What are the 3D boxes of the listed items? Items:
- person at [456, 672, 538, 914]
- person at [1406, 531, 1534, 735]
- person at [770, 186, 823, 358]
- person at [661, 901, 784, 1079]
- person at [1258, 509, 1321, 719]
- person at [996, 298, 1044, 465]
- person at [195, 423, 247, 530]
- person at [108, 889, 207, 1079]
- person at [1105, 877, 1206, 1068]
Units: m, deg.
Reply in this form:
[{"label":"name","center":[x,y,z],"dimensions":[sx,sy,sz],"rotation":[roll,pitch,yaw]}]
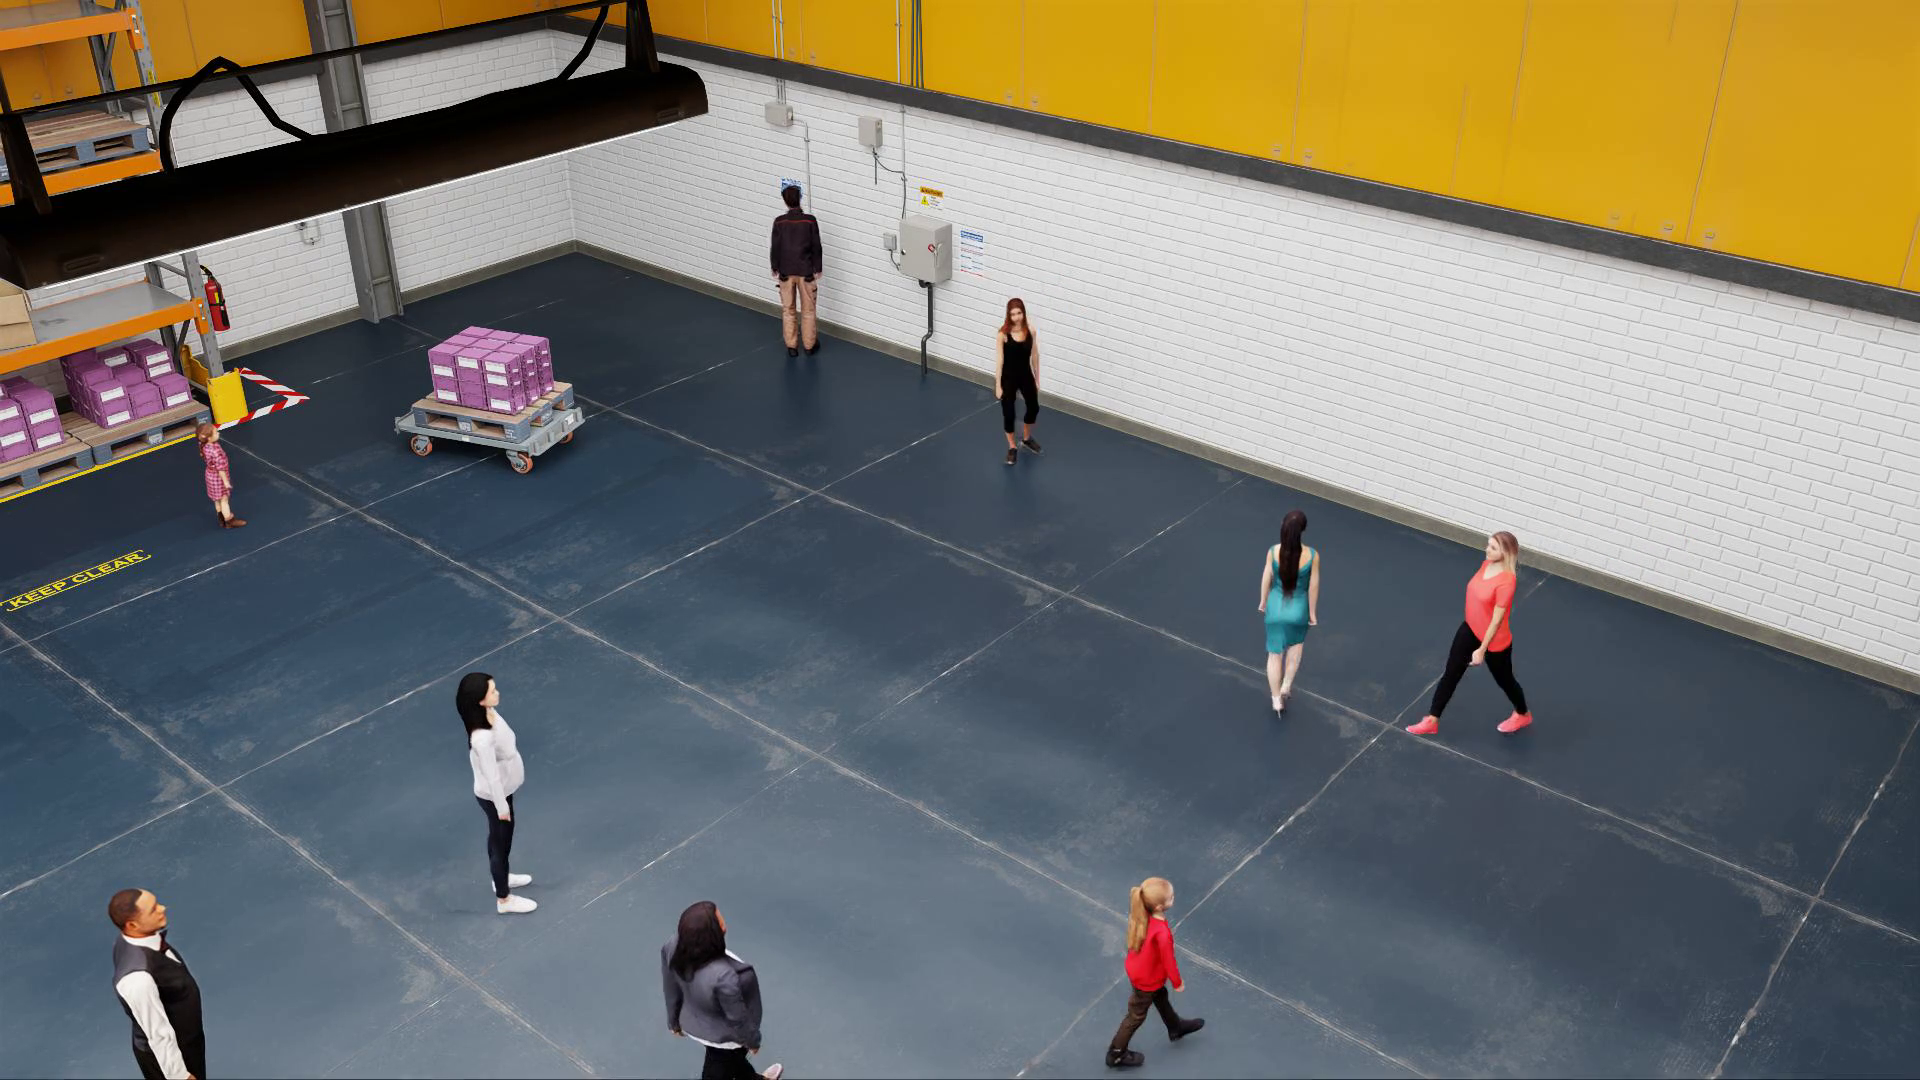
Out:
[{"label":"person","center":[-2.875,1.541,10.280],"dimensions":[0.728,1.699,0.708],"rotation":[-8,30,-15]},{"label":"person","center":[3.841,0.720,11.838],"dimensions":[1.232,1.647,1.042],"rotation":[-7,29,-12]},{"label":"person","center":[-1.805,-2.942,18.264],"dimensions":[0.841,1.924,0.909],"rotation":[-1,29,-2]},{"label":"person","center":[-1.311,2.552,8.573],"dimensions":[0.702,1.559,1.032],"rotation":[24,37,37]},{"label":"person","center":[2.371,0.574,12.079],"dimensions":[0.690,1.673,0.722],"rotation":[6,29,12]},{"label":"person","center":[0.542,-1.531,15.916],"dimensions":[0.805,1.695,0.888],"rotation":[-13,31,-23]},{"label":"person","center":[-6.648,-0.581,14.877],"dimensions":[0.432,1.022,0.448],"rotation":[24,37,37]},{"label":"person","center":[-3.936,2.509,8.276],"dimensions":[0.734,1.919,0.770],"rotation":[-14,31,-23]},{"label":"person","center":[0.978,2.407,9.156],"dimensions":[0.911,1.255,0.789],"rotation":[-6,29,-11]}]
